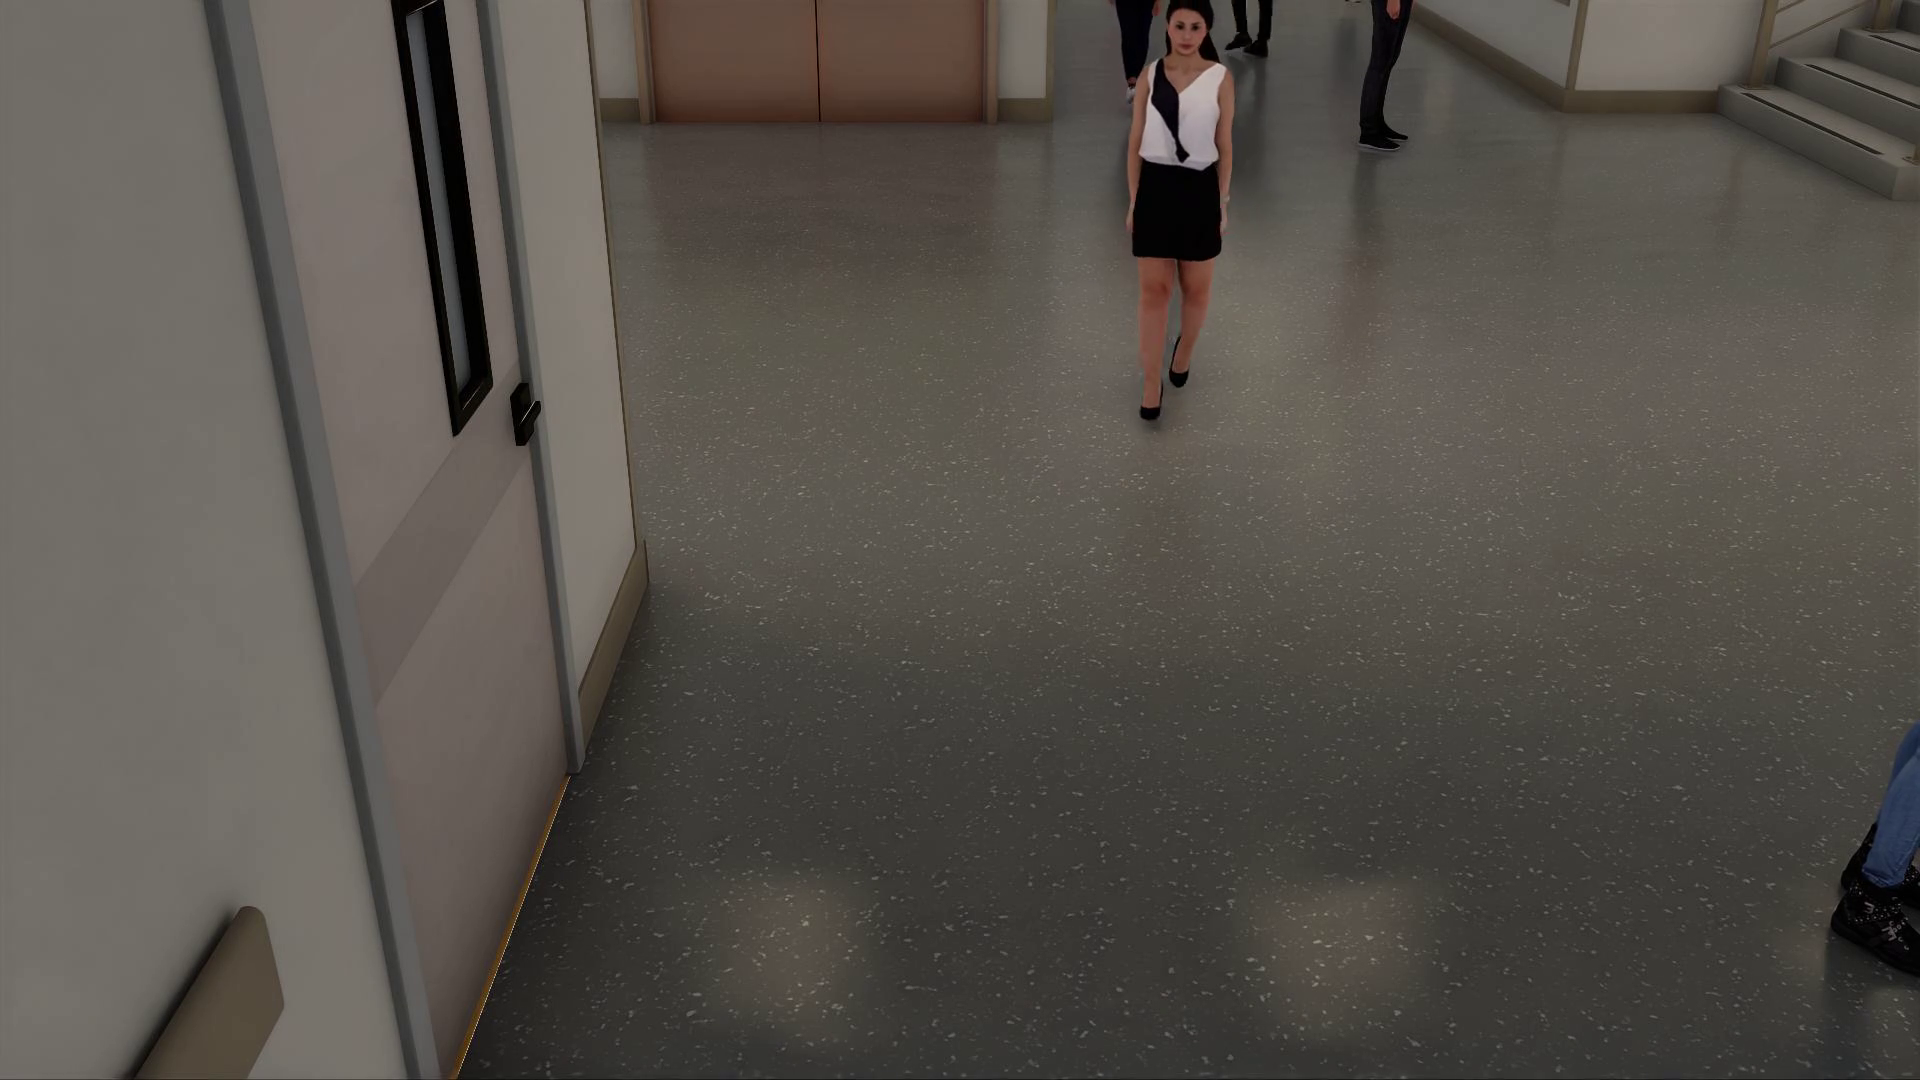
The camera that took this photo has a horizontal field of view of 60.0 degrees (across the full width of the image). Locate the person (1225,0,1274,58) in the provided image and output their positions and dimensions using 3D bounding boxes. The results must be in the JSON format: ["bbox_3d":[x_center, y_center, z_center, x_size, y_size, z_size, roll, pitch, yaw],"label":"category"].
[{"bbox_3d":[2.592,-5.003,14.027,0.724,1.795,0.811,-12,28,-24],"label":"person"}]

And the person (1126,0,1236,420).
[{"bbox_3d":[0.867,-1.320,6.560,0.726,1.646,0.684,4,26,8],"label":"person"}]

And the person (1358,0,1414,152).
[{"bbox_3d":[2.831,-3.582,10.893,0.688,1.958,0.697,11,28,22],"label":"person"}]

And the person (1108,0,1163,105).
[{"bbox_3d":[1.290,-3.987,12.158,1.112,1.588,0.714,2,26,5],"label":"person"}]
